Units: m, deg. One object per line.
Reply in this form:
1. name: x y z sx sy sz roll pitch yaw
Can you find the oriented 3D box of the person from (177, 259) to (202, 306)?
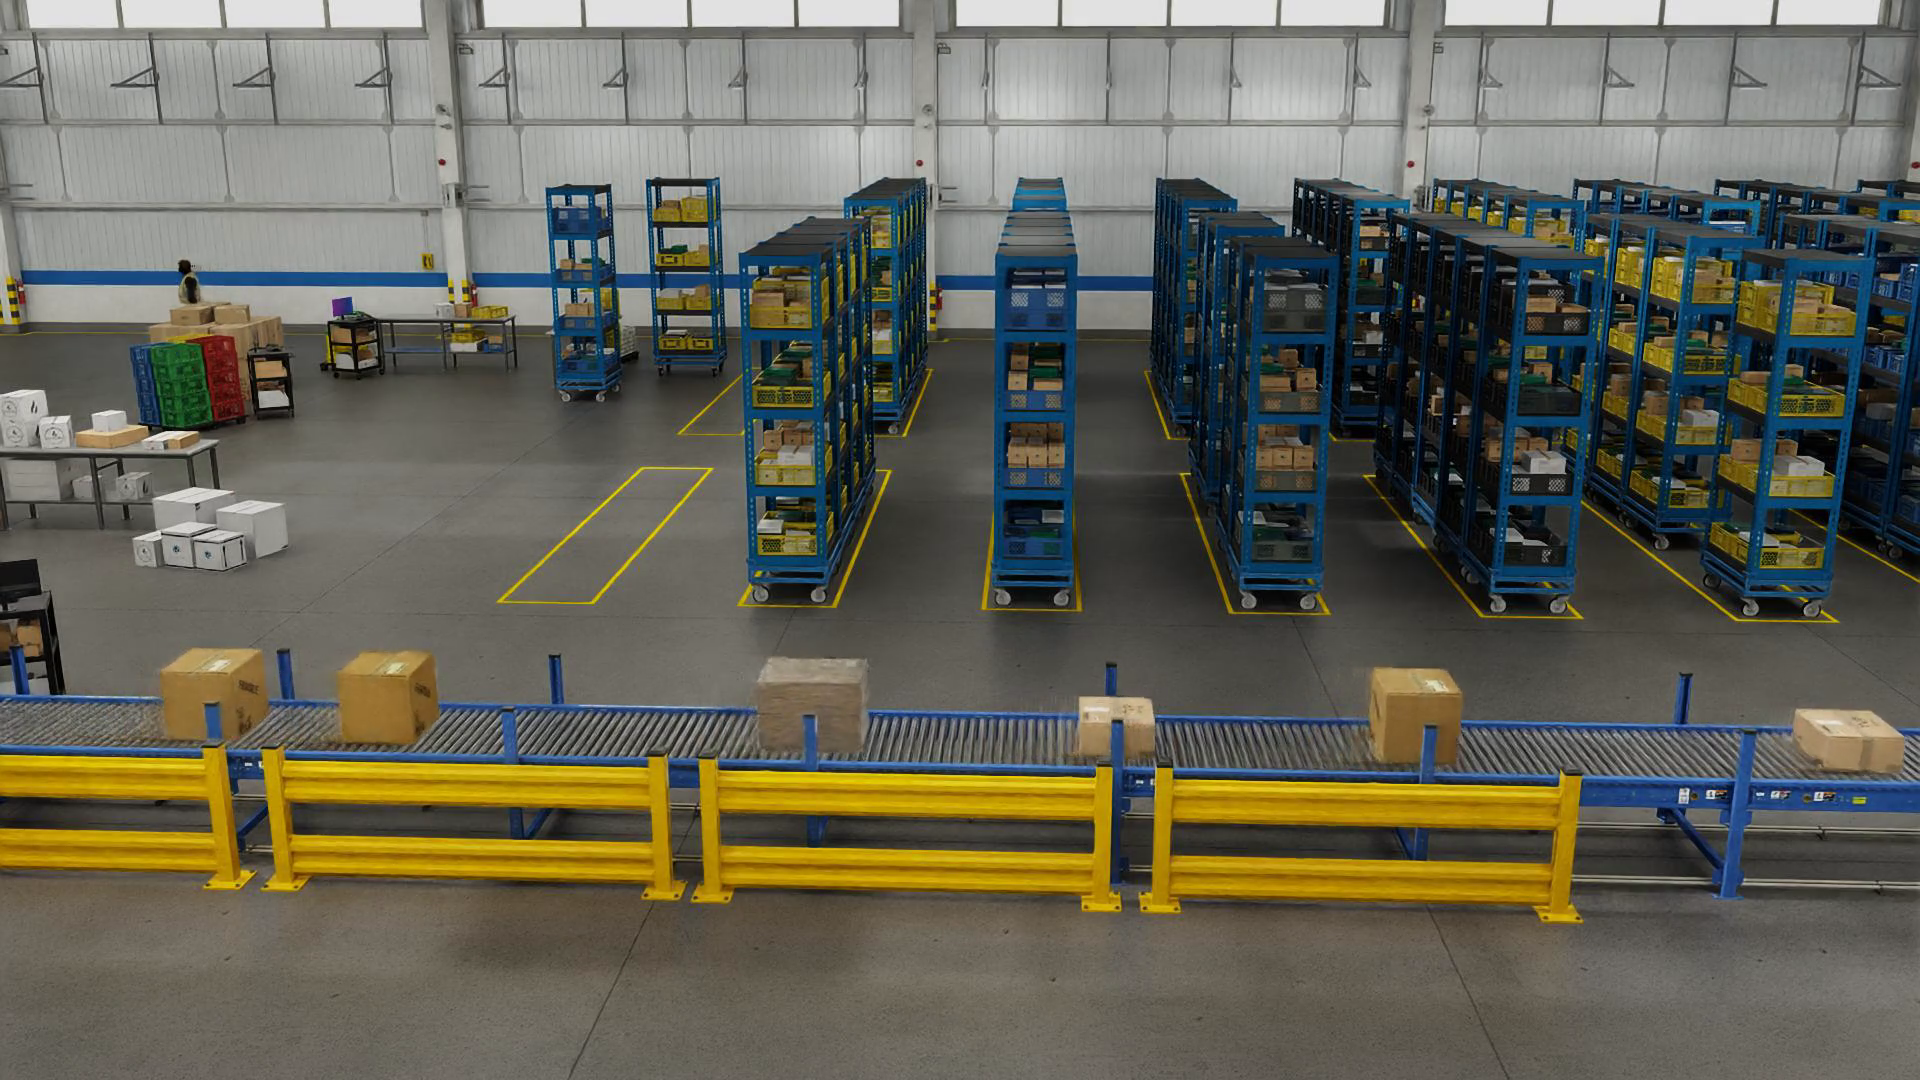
1. person: -15.655 -4.786 33.829 0.436 1.831 0.653 -8 17 -28
